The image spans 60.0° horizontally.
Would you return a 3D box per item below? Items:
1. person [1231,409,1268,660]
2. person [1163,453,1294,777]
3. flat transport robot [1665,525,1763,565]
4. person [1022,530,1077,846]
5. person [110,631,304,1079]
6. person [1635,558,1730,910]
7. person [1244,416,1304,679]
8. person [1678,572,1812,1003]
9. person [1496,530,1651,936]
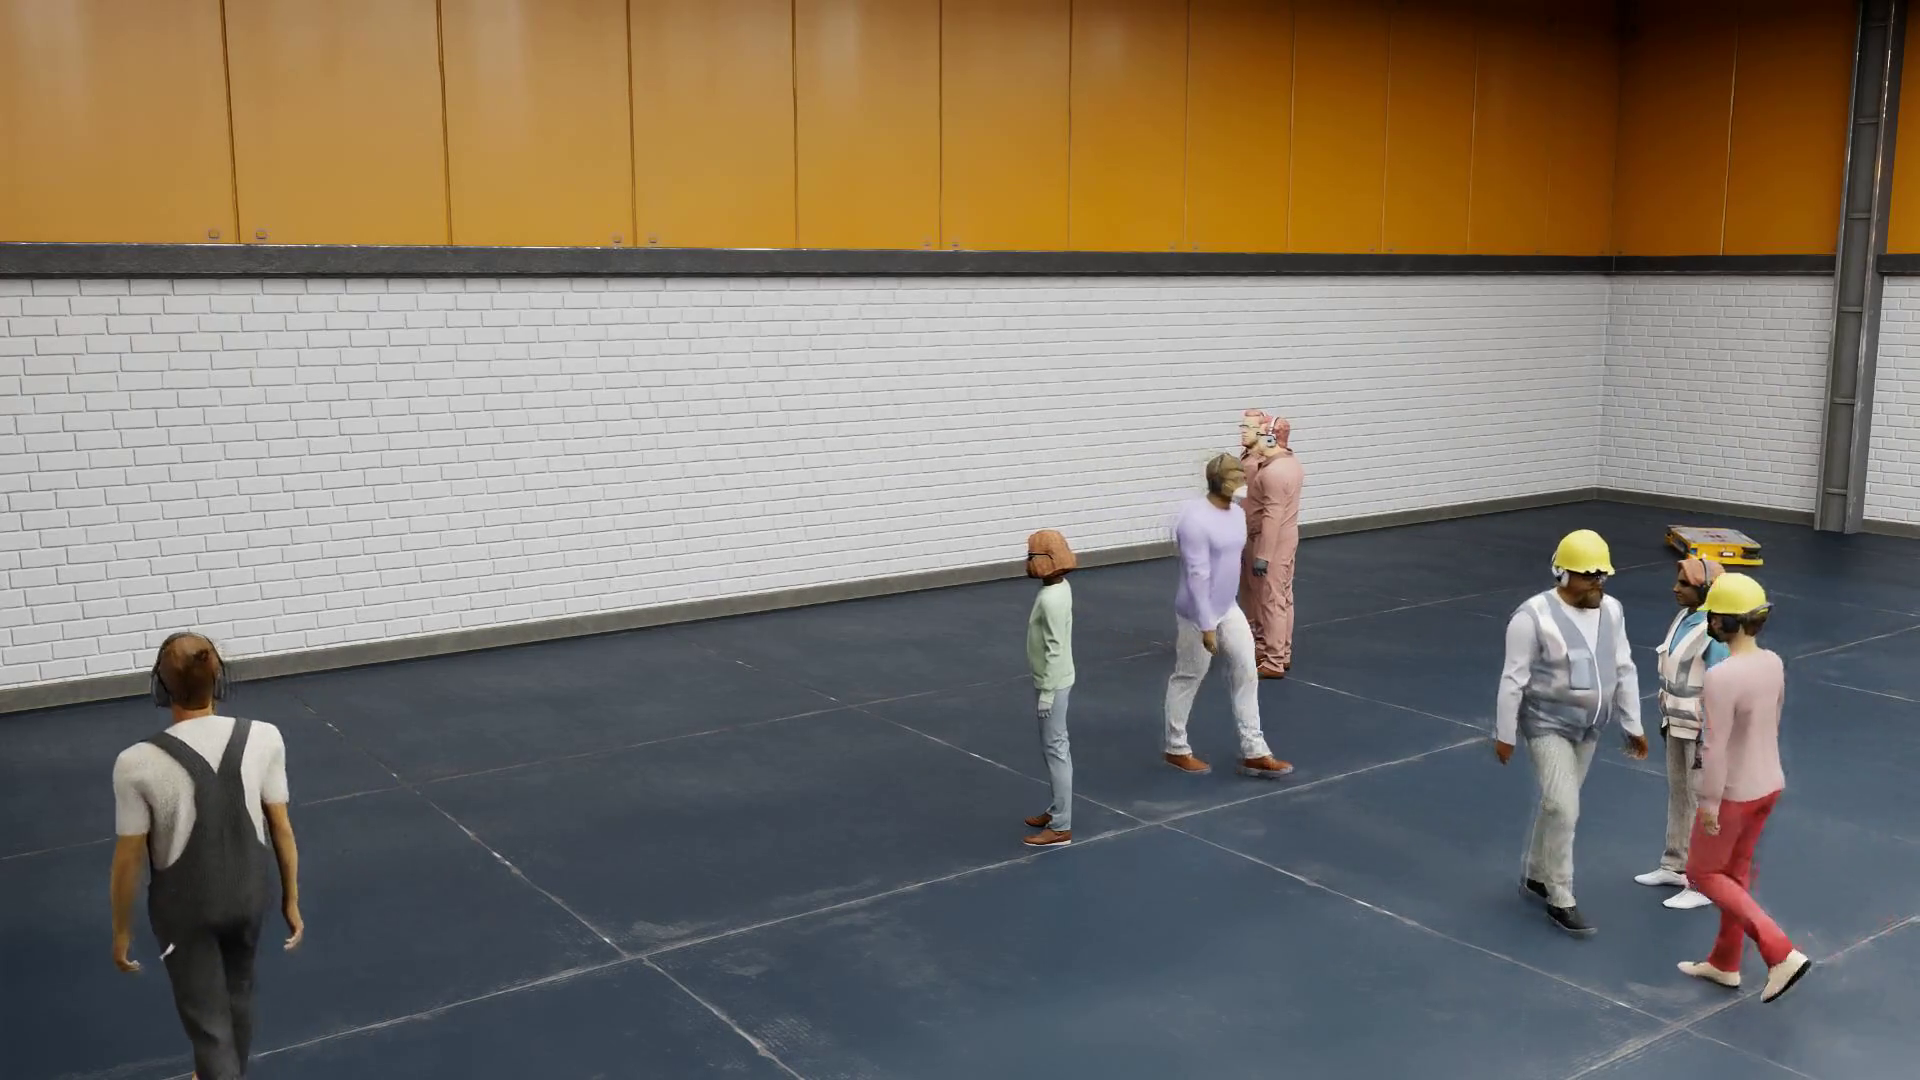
[{"bbox_3d":[2.205,-0.041,12.629,0.410,1.912,0.651,-2,9,-14],"label":"person"},{"bbox_3d":[1.537,0.460,9.549,0.878,1.904,0.644,8,12,42],"label":"person"},{"bbox_3d":[7.759,0.045,17.152,0.652,0.197,1.431,2,9,12],"label":"flat transport robot"},{"bbox_3d":[0.460,0.756,8.575,0.268,1.632,0.509,1,9,6],"label":"person"},{"bbox_3d":[-2.488,1.179,5.399,0.852,1.814,0.540,9,13,43],"label":"person"},{"bbox_3d":[3.401,0.889,7.728,0.311,1.642,0.513,0,9,2],"label":"person"},{"bbox_3d":[2.249,0.054,12.061,0.406,1.911,0.639,4,10,23],"label":"person"},{"bbox_3d":[3.163,1.008,6.660,0.531,1.752,0.532,-7,11,-35],"label":"person"},{"bbox_3d":[2.785,0.848,7.470,0.625,1.801,0.724,-4,10,-25],"label":"person"}]
